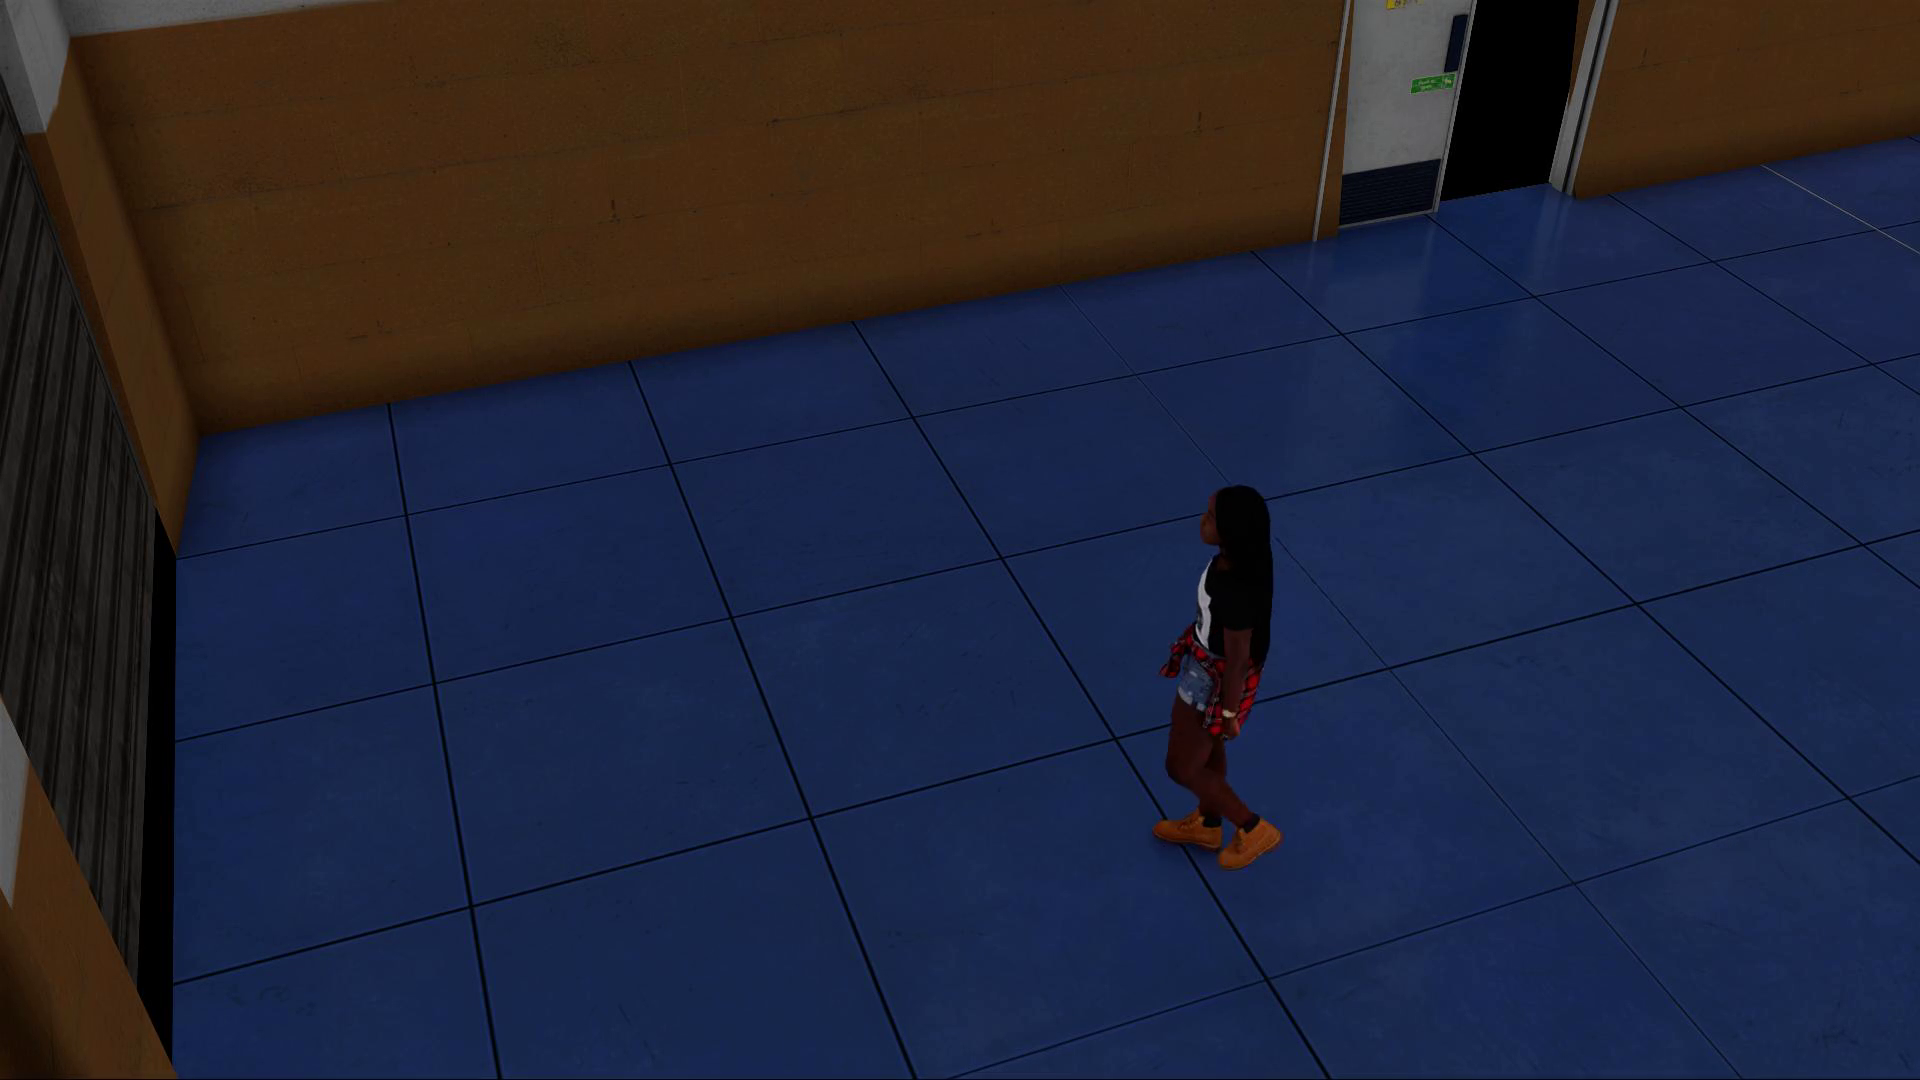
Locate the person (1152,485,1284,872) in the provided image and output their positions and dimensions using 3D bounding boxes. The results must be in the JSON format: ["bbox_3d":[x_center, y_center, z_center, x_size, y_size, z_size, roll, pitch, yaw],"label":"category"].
[{"bbox_3d":[1.025,0.536,6.010,0.847,1.711,0.817,6,37,8],"label":"person"}]
